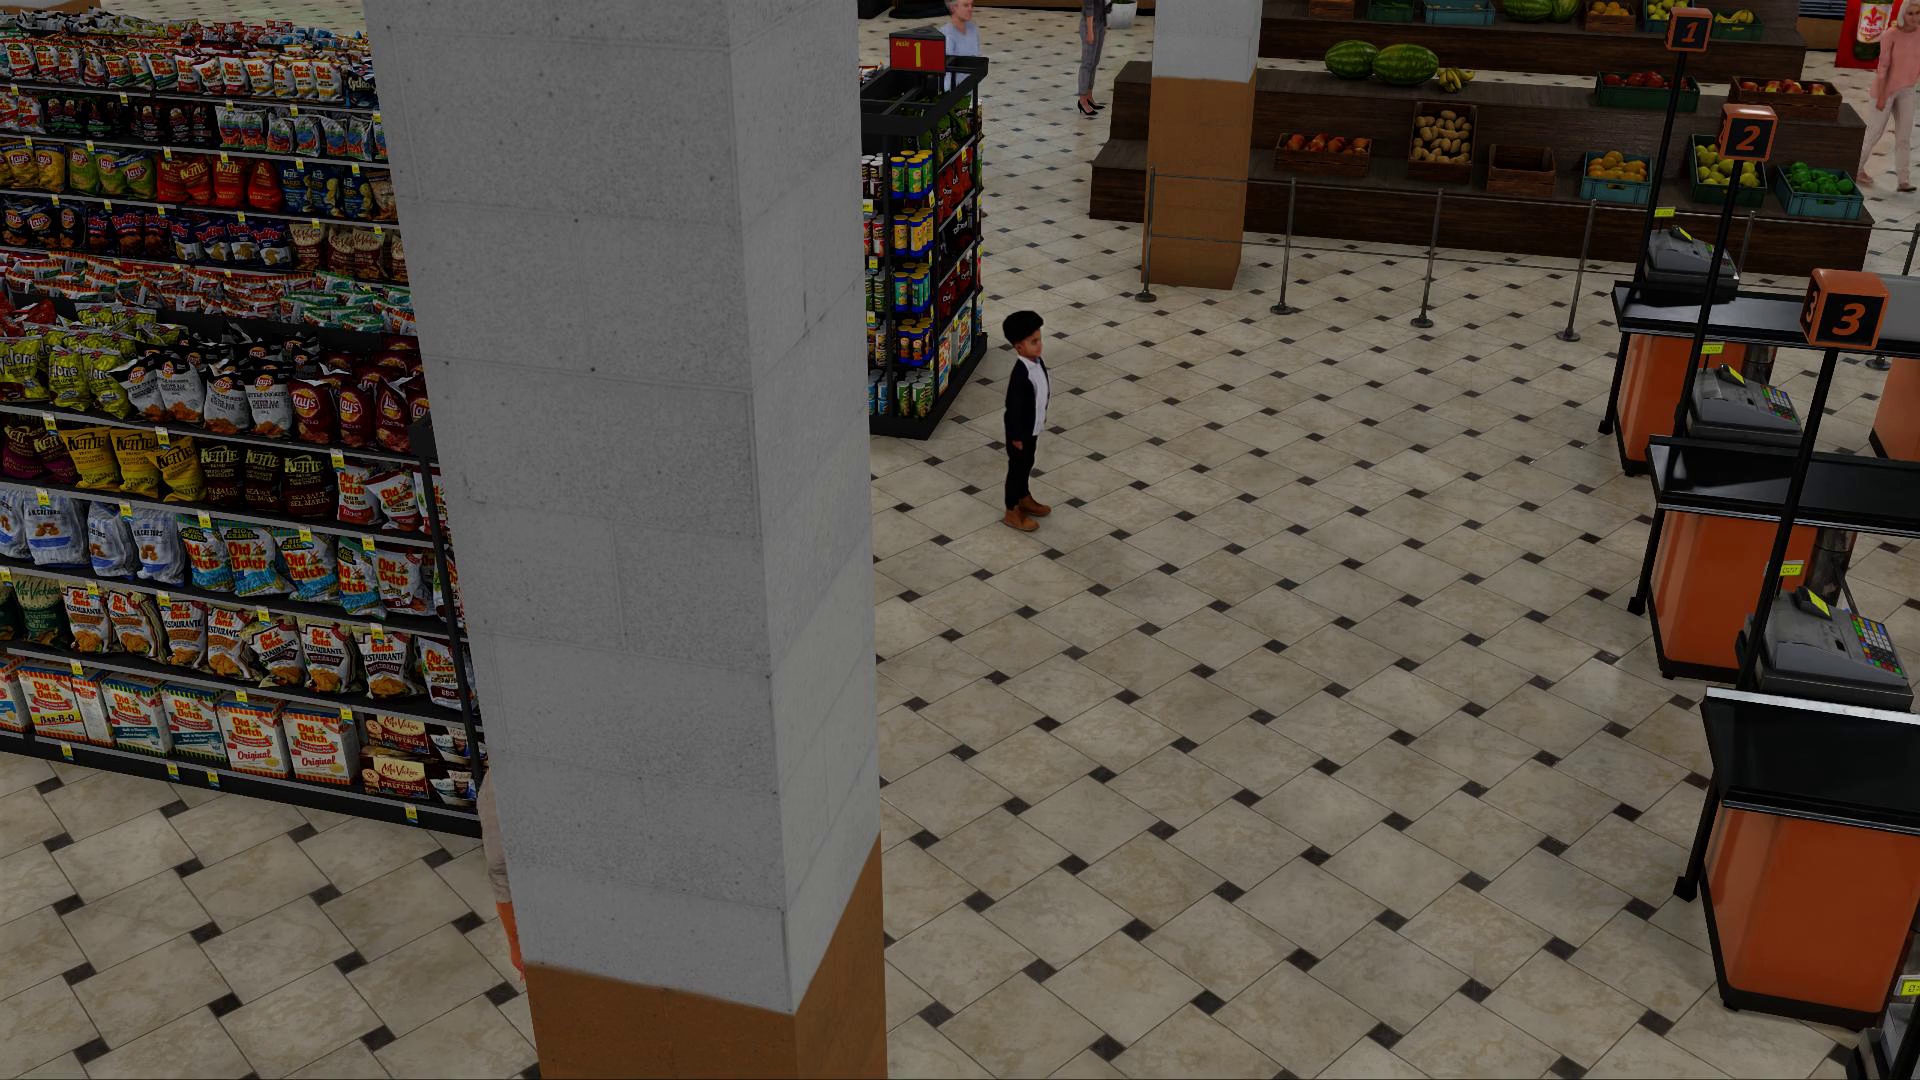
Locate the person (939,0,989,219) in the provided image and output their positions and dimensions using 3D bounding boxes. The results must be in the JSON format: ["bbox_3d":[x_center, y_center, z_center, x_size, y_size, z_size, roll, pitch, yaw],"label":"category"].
[{"bbox_3d":[-0.067,-3.620,13.786,1.107,1.875,0.886,20,34,31],"label":"person"}]

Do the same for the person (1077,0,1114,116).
[{"bbox_3d":[1.352,-5.191,16.871,0.597,1.677,0.639,10,30,18],"label":"person"}]

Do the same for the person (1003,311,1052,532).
[{"bbox_3d":[0.345,-0.665,9.050,0.534,1.227,0.533,12,31,21],"label":"person"}]

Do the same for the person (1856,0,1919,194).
[{"bbox_3d":[8.075,-3.908,14.525,1.065,1.673,1.004,-7,29,-13],"label":"person"}]
